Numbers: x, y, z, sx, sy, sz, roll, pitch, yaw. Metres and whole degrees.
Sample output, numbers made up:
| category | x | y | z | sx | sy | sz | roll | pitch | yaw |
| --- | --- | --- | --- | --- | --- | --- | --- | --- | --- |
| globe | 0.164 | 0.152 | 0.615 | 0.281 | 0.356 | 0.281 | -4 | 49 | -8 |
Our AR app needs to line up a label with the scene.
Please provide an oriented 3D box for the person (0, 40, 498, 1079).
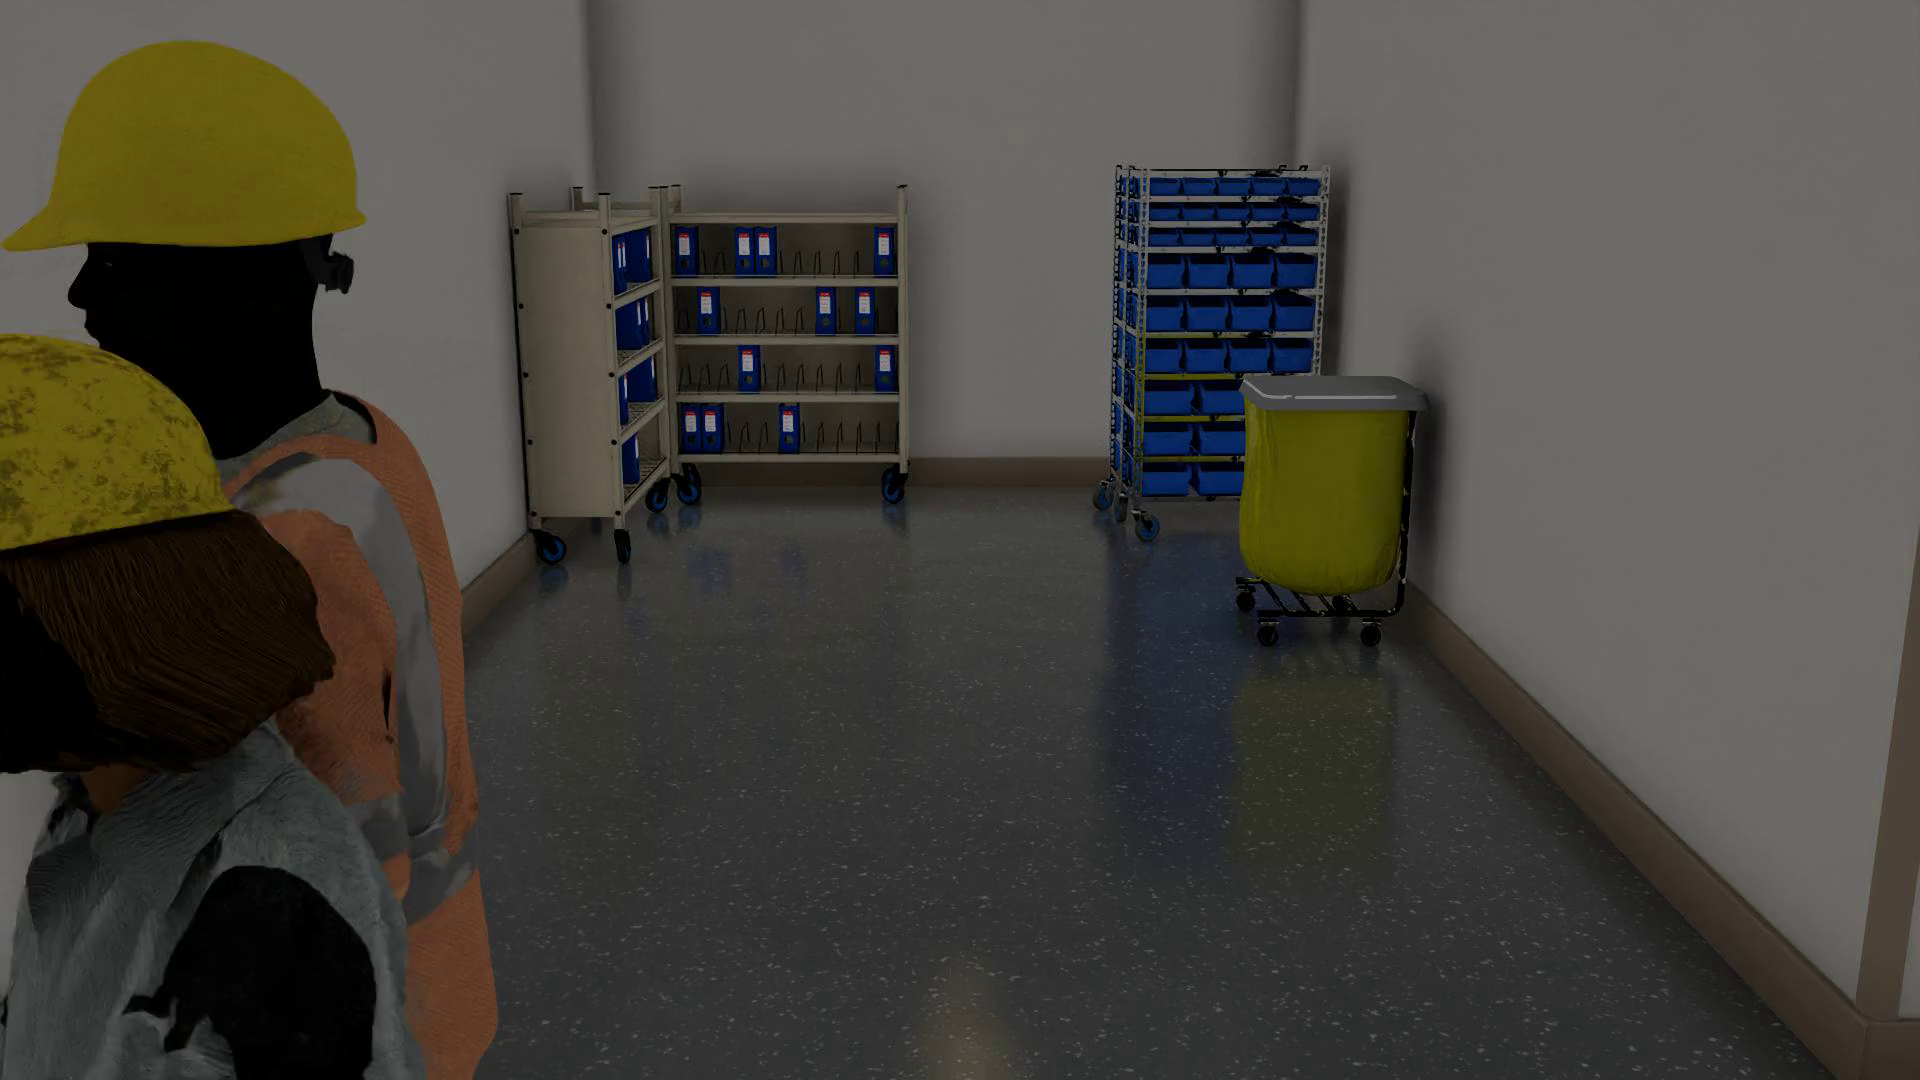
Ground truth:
| category | x | y | z | sx | sy | sz | roll | pitch | yaw |
| --- | --- | --- | --- | --- | --- | --- | --- | --- | --- |
| person | -0.653 | 0.503 | 1.672 | 0.361 | 1.929 | 0.587 | -5 | 14 | -20 |

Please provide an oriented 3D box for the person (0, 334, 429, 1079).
| category | x | y | z | sx | sy | sz | roll | pitch | yaw |
| --- | --- | --- | --- | --- | --- | --- | --- | --- | --- |
| person | -0.551 | 0.715 | 1.220 | 0.469 | 1.712 | 0.517 | -11 | 17 | -38 |
